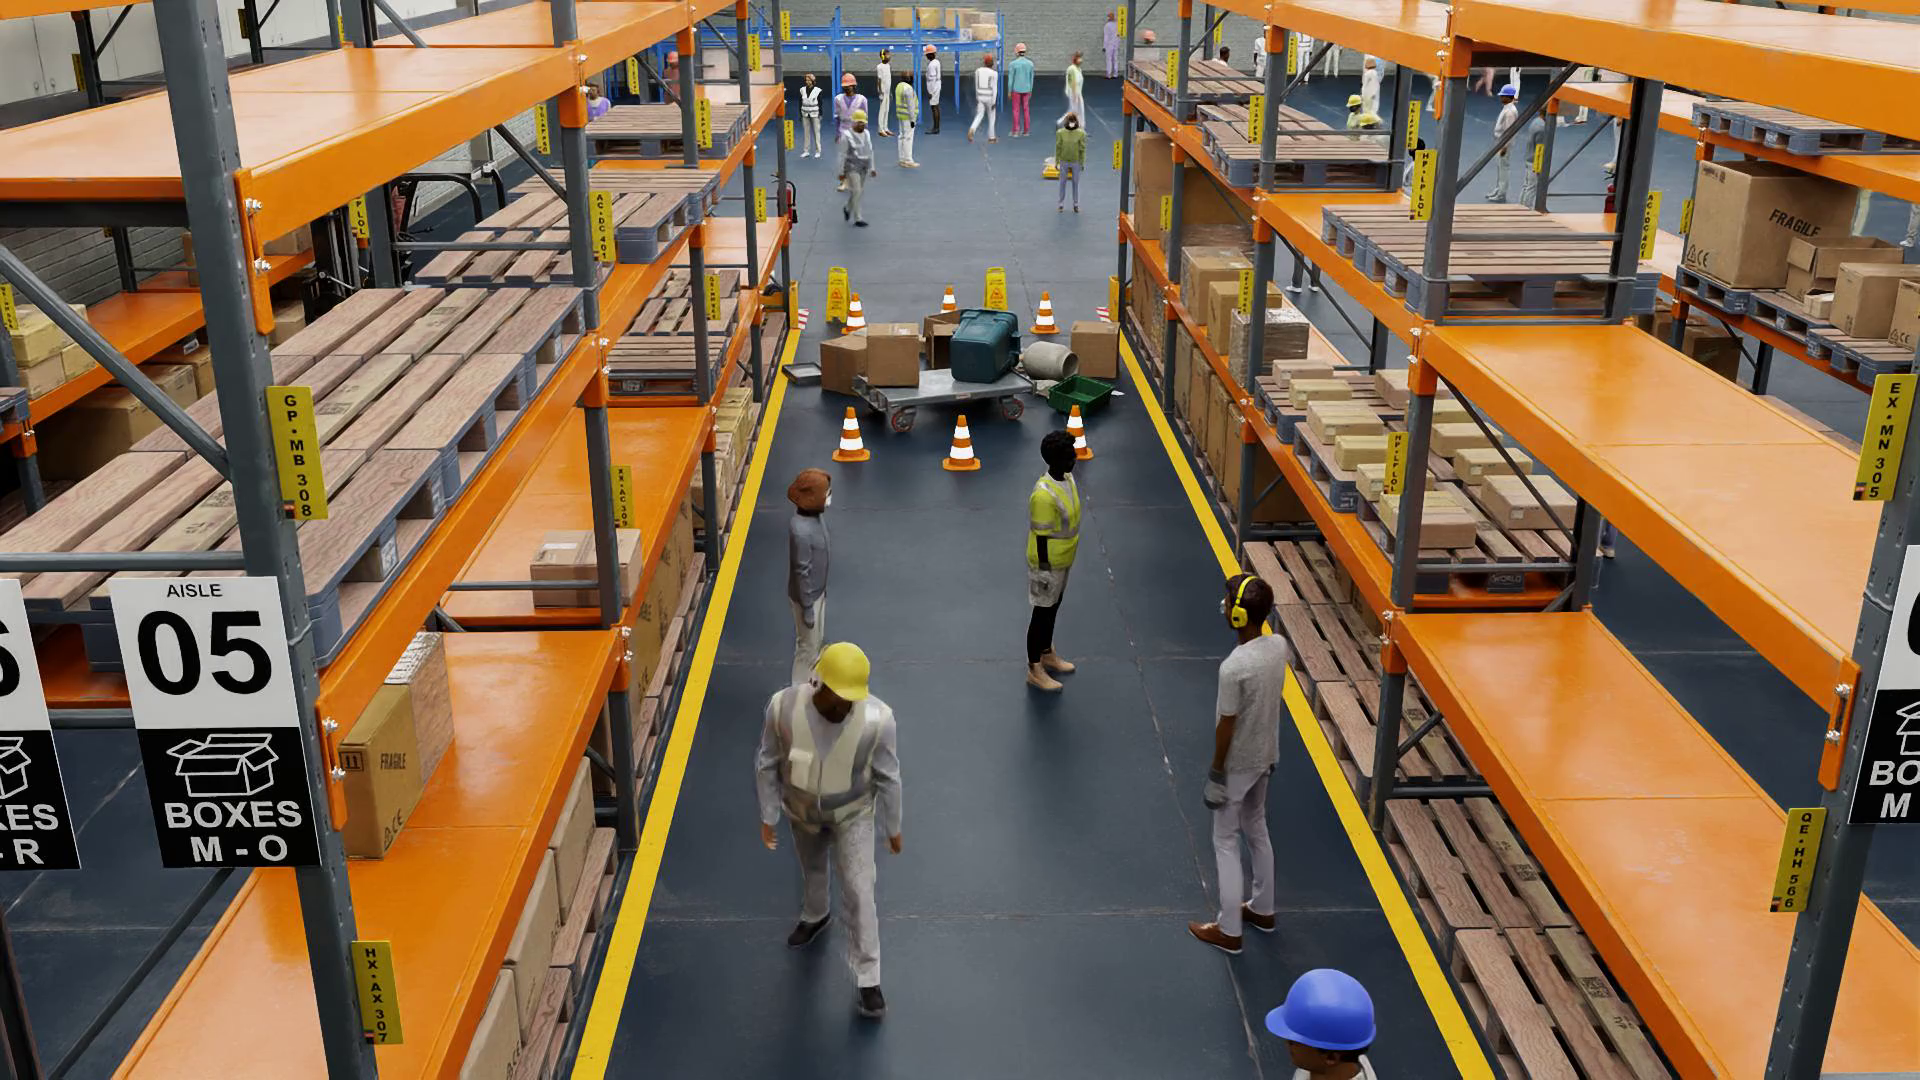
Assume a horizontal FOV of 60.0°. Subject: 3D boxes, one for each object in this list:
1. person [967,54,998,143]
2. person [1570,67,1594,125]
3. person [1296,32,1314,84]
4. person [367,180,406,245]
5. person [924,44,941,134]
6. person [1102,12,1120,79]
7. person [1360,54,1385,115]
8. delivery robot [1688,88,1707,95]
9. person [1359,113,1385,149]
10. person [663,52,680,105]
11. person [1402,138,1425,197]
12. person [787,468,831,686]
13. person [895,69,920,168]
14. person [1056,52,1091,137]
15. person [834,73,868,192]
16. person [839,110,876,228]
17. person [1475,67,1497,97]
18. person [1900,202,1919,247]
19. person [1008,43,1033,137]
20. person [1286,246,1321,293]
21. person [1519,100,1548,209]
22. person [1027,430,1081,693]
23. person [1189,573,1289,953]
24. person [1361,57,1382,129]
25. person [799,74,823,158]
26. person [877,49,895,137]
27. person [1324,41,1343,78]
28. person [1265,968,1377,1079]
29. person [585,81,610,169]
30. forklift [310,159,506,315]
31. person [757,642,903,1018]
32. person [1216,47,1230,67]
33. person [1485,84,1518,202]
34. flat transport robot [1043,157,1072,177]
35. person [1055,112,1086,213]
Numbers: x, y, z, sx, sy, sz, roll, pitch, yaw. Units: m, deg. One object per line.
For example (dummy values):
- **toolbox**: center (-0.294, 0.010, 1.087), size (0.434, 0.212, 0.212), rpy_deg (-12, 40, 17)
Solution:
- **person**: center (0.513, -9.380, 35.401), size (0.606, 1.866, 0.787), rpy_deg (15, 25, 34)
- **person**: center (14.504, -10.494, 38.674), size (0.507, 1.623, 0.293), rpy_deg (-16, 26, -37)
- **person**: center (9.837, -14.023, 47.641), size (0.576, 1.882, 0.355), rpy_deg (-7, 22, -18)
- **person**: center (-7.116, -3.787, 20.557), size (0.642, 1.905, 0.399), rpy_deg (10, 23, 24)
- **person**: center (-0.613, -10.007, 36.945), size (0.367, 1.939, 0.542), rpy_deg (4, 21, 10)
- **person**: center (4.437, -14.575, 49.070), size (0.642, 1.905, 0.399), rpy_deg (-17, 27, -38)
- **person**: center (9.805, -10.958, 39.618), size (0.652, 1.828, 0.430), rpy_deg (-15, 25, -34)
- **delivery robot**: center (19.700, -12.081, 44.223), size (0.477, 0.478, 0.707), rpy_deg (-3, 21, -9)
- **person**: center (6.566, -5.901, 26.398), size (0.641, 1.723, 0.535), rpy_deg (-12, 24, -29)
- **person**: center (-5.883, -9.168, 34.664), size (0.623, 1.978, 0.612), rpy_deg (12, 24, 29)
- **person**: center (6.443, -4.875, 23.716), size (0.316, 1.699, 0.540), rpy_deg (3, 21, 7)
- **person**: center (-0.891, 0.339, 10.039), size (0.291, 1.625, 0.506), rpy_deg (2, 21, 6)
- **person**: center (-1.010, -8.158, 32.194), size (0.429, 1.841, 0.633), rpy_deg (-9, 23, -23)
- **person**: center (2.504, -9.751, 36.427), size (0.711, 1.818, 0.574), rpy_deg (9, 22, 22)
- **person**: center (-1.923, -7.157, 29.267), size (0.610, 2.043, 0.397), rpy_deg (5, 21, 12)
- **person**: center (-1.668, -5.883, 26.244), size (0.808, 1.797, 0.583), rpy_deg (18, 27, 39)
- **person**: center (14.155, -12.839, 44.529), size (0.645, 1.885, 0.746), rpy_deg (-14, 25, -32)
- **person**: center (14.258, -5.202, 24.531), size (0.486, 1.736, 0.320), rpy_deg (0, 21, 1)
- **person**: center (1.324, -9.883, 36.553), size (0.624, 1.991, 0.403), rpy_deg (-11, 23, -27)
- **person**: center (4.487, -4.156, 21.495), size (0.584, 1.928, 0.373), rpy_deg (-4, 21, -11)
- **person**: center (9.082, -5.936, 26.208), size (0.379, 1.931, 0.625), rpy_deg (2, 21, 6)
- **person**: center (0.593, 0.117, 10.524), size (0.317, 1.695, 0.540), rpy_deg (8, 22, 19)
- **person**: center (1.344, 1.050, 7.840), size (0.336, 1.857, 0.513), rpy_deg (17, 27, 38)
- **person**: center (9.275, -10.026, 37.444), size (0.554, 1.613, 0.507), rpy_deg (15, 25, 34)
- **person**: center (-2.998, -8.527, 33.449), size (0.513, 1.641, 0.309), rpy_deg (7, 22, 18)
- **person**: center (-1.636, -9.830, 36.569), size (0.328, 1.876, 0.514), rpy_deg (8, 22, 21)
- **person**: center (11.085, -14.617, 49.407), size (0.564, 1.741, 0.349), rpy_deg (2, 21, 5)
- **person**: center (1.047, 2.110, 4.906), size (0.393, 1.946, 0.617), rpy_deg (2, 21, 4)
- **person**: center (-6.558, -7.329, 29.997), size (0.571, 1.843, 0.373), rpy_deg (-3, 21, -7)
- **forklift**: center (-5.622, -2.910, 17.832), size (2.313, 2.155, 1.214), rpy_deg (-1, 21, -1)
- **person**: center (-0.577, 1.221, 7.535), size (0.650, 1.762, 0.805), rpy_deg (3, 21, 7)
- **person**: center (5.738, -9.926, 36.782), size (0.400, 1.907, 0.599), rpy_deg (-5, 21, -12)
- **person**: center (9.273, -6.763, 28.358), size (0.391, 1.948, 0.605), rpy_deg (3, 21, 8)
- **flat transport robot**: center (1.929, -7.090, 31.555), size (0.652, 0.197, 1.431), rpy_deg (2, 21, 5)
- **person**: center (1.807, -6.196, 27.311), size (0.501, 1.629, 0.288), rpy_deg (2, 21, 4)
